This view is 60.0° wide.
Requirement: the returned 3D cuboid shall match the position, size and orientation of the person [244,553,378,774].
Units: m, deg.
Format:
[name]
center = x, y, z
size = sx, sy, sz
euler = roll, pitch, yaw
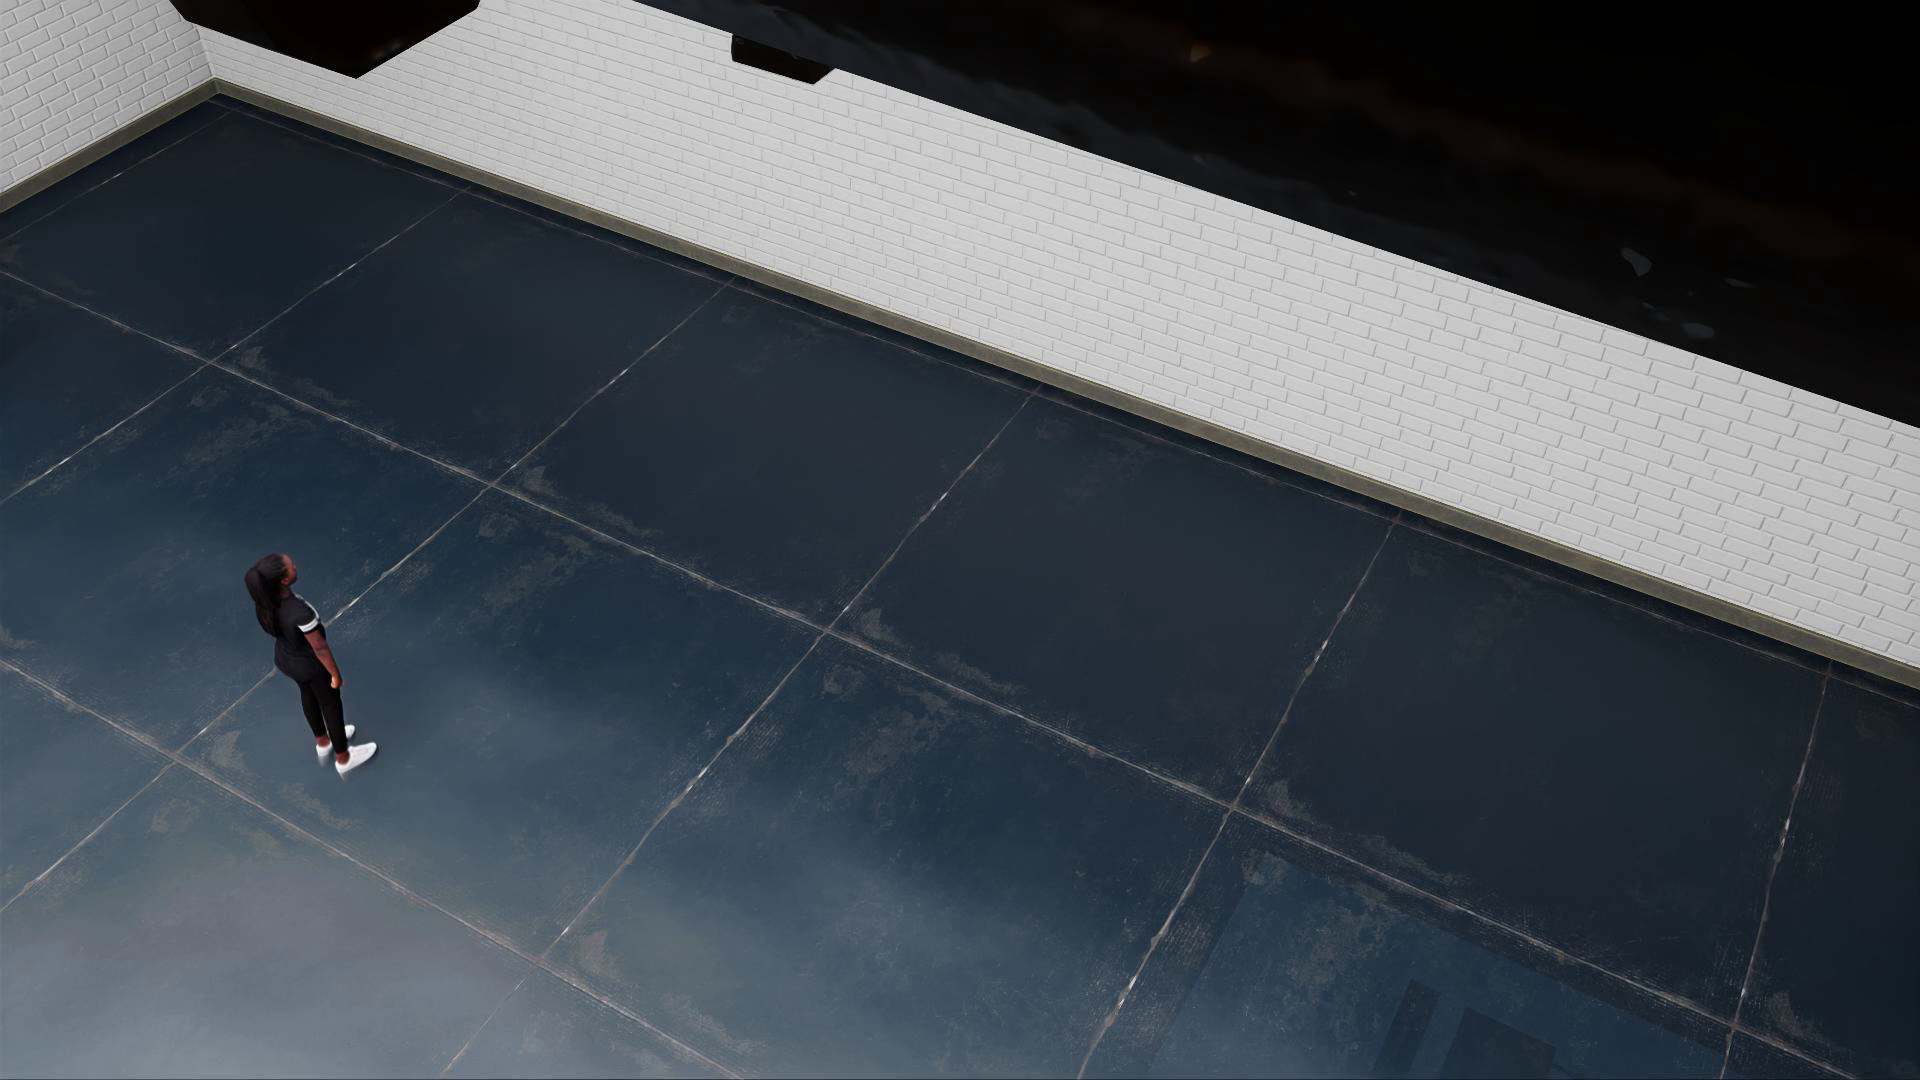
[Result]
[person]
center = -3.926, 0.728, 10.004
size = 0.600, 1.729, 0.566
euler = 25, 49, 24
